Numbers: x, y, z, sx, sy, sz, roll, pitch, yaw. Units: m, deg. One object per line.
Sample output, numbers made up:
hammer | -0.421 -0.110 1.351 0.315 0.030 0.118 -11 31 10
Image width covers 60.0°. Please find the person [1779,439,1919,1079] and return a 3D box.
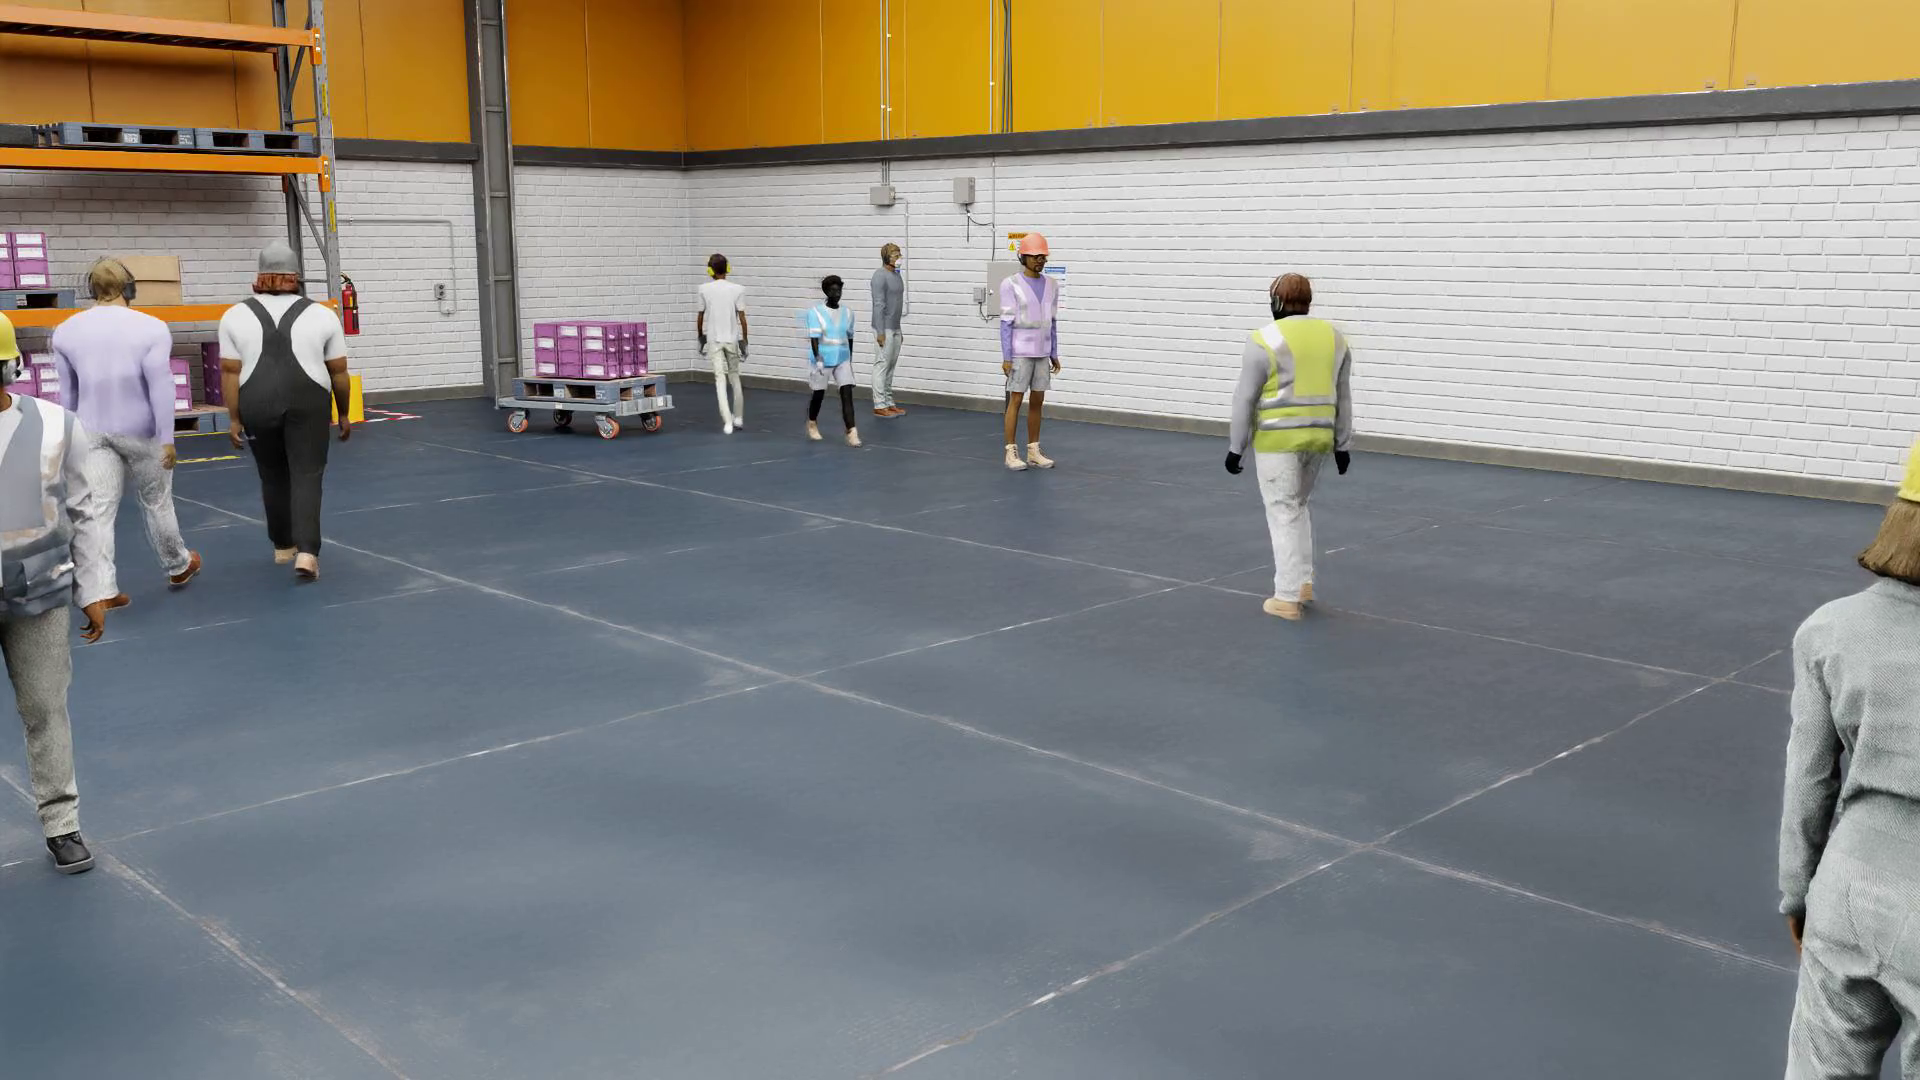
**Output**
person | 1.637 0.653 2.829 0.325 1.737 0.494 -6 12 -30

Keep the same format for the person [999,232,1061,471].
person | 0.628 -1.622 14.383 0.610 2.042 0.396 -7 13 -34

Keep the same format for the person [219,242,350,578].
person | -4.021 -0.808 9.951 0.694 2.000 1.014 -3 11 -15

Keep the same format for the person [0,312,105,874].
person | -2.990 0.175 5.176 0.590 1.827 0.404 -7 13 -34

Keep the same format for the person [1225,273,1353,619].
person | 1.734 -0.505 8.891 0.649 1.819 0.572 -5 12 -27

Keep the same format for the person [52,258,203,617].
person | -4.560 -0.585 9.133 0.656 1.884 1.014 -1 10 -3

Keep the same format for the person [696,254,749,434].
person | -2.474 -2.038 17.242 0.504 1.825 0.877 -3 11 -16

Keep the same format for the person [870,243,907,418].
person | -0.795 -2.341 18.588 0.377 1.940 0.629 4 11 19

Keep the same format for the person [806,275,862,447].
person | -1.262 -1.744 16.127 0.524 1.650 0.900 -5 11 -25
